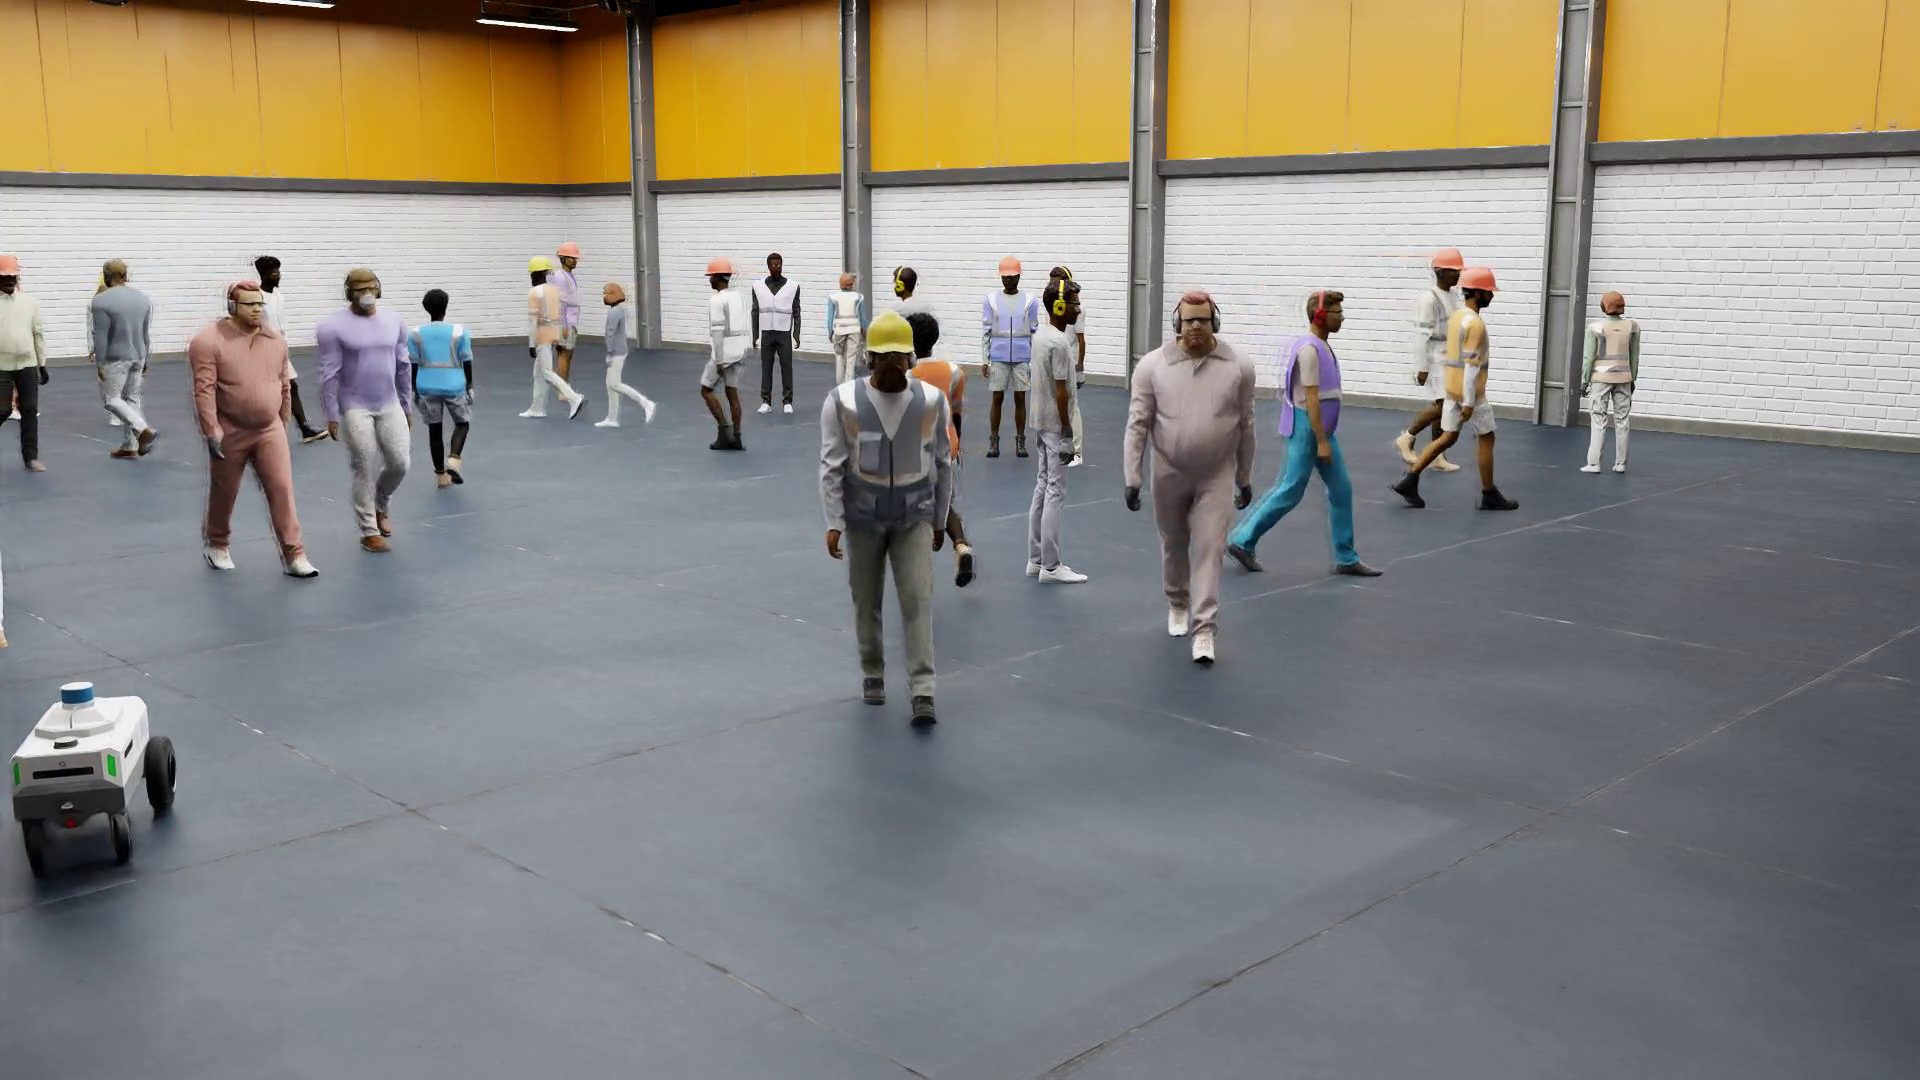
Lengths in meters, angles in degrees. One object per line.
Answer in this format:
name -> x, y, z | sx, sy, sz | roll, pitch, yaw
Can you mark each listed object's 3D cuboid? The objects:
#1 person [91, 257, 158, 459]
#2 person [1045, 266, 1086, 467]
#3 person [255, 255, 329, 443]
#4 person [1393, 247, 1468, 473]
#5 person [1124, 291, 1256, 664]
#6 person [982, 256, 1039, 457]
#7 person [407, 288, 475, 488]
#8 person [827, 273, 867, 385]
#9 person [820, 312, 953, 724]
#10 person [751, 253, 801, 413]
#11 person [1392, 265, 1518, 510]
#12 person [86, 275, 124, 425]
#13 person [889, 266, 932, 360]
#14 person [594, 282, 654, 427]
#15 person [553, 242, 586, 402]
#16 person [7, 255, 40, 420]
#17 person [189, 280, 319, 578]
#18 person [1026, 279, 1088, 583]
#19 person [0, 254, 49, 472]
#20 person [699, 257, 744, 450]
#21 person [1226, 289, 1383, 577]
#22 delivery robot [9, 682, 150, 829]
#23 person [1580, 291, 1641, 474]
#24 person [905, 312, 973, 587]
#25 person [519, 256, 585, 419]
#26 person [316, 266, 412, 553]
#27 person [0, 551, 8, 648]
person -> -7.866, -1.696, 15.703 | 0.619, 1.923, 0.629 | 4, 11, 23
person -> 0.954, -1.591, 15.354 | 0.367, 1.853, 0.490 | -9, 14, -40
person -> -6.949, -1.914, 16.902 | 0.981, 1.915, 0.619 | 3, 11, 15
person -> 4.297, -1.611, 14.986 | 0.501, 2.028, 0.606 | 8, 13, 38
person -> 1.177, -0.343, 8.534 | 0.667, 1.852, 1.019 | 1, 10, 7
person -> 0.483, -1.753, 15.984 | 0.551, 1.934, 0.373 | 0, 10, -1
person -> -4.358, -1.267, 13.991 | 0.550, 1.686, 0.369 | -1, 10, -6
person -> -1.530, -2.819, 22.658 | 0.535, 1.609, 0.690 | 0, 10, -2
person -> -0.311, -0.089, 7.303 | 0.599, 1.794, 0.883 | -1, 10, -7
person -> -2.213, -2.486, 20.031 | 0.598, 1.918, 0.378 | 0, 10, 2
person -> 3.872, -1.165, 12.871 | 0.926, 1.909, 0.542 | -1, 10, -5
person -> -9.611, -2.181, 18.953 | 0.511, 1.692, 0.895 | -2, 11, -10
person -> -0.484, -1.533, 15.004 | 0.389, 1.856, 0.559 | 8, 13, 38
person -> -3.761, -2.054, 18.497 | 0.614, 1.613, 0.516 | -1, 10, -5
person -> -5.014, -2.791, 21.363 | 0.394, 2.040, 0.610 | 0, 10, -2
person -> -10.999, -2.354, 19.350 | 0.401, 1.907, 0.648 | -2, 11, -11
person -> -4.483, -0.695, 10.443 | 1.004, 1.860, 0.649 | 10, 14, 43
person -> 0.591, -0.667, 10.264 | 0.310, 1.864, 0.532 | -3, 11, -15
person -> -8.637, -1.599, 15.072 | 0.681, 1.973, 0.621 | 8, 13, 36
person -> -2.346, -1.834, 16.476 | 0.435, 1.916, 0.551 | 5, 12, 27
person -> 2.164, -0.665, 10.417 | 0.927, 1.808, 0.573 | 5, 11, 25
delivery robot -> -3.097, 0.746, 5.873 | 0.477, 0.478, 0.707 | -3, 11, -18
person -> 5.812, -1.402, 14.883 | 0.514, 1.640, 0.310 | -1, 10, -4
person -> -0.175, -0.513, 9.897 | 0.539, 1.682, 0.603 | -5, 12, -27
person -> -4.772, -2.344, 19.323 | 0.852, 1.902, 0.593 | 3, 11, 16
person -> -4.007, -0.876, 11.243 | 0.650, 1.926, 0.493 | -10, 14, -42
person -> -5.164, -0.334, 8.510 | 0.430, 1.845, 0.619 | -10, 14, -43
